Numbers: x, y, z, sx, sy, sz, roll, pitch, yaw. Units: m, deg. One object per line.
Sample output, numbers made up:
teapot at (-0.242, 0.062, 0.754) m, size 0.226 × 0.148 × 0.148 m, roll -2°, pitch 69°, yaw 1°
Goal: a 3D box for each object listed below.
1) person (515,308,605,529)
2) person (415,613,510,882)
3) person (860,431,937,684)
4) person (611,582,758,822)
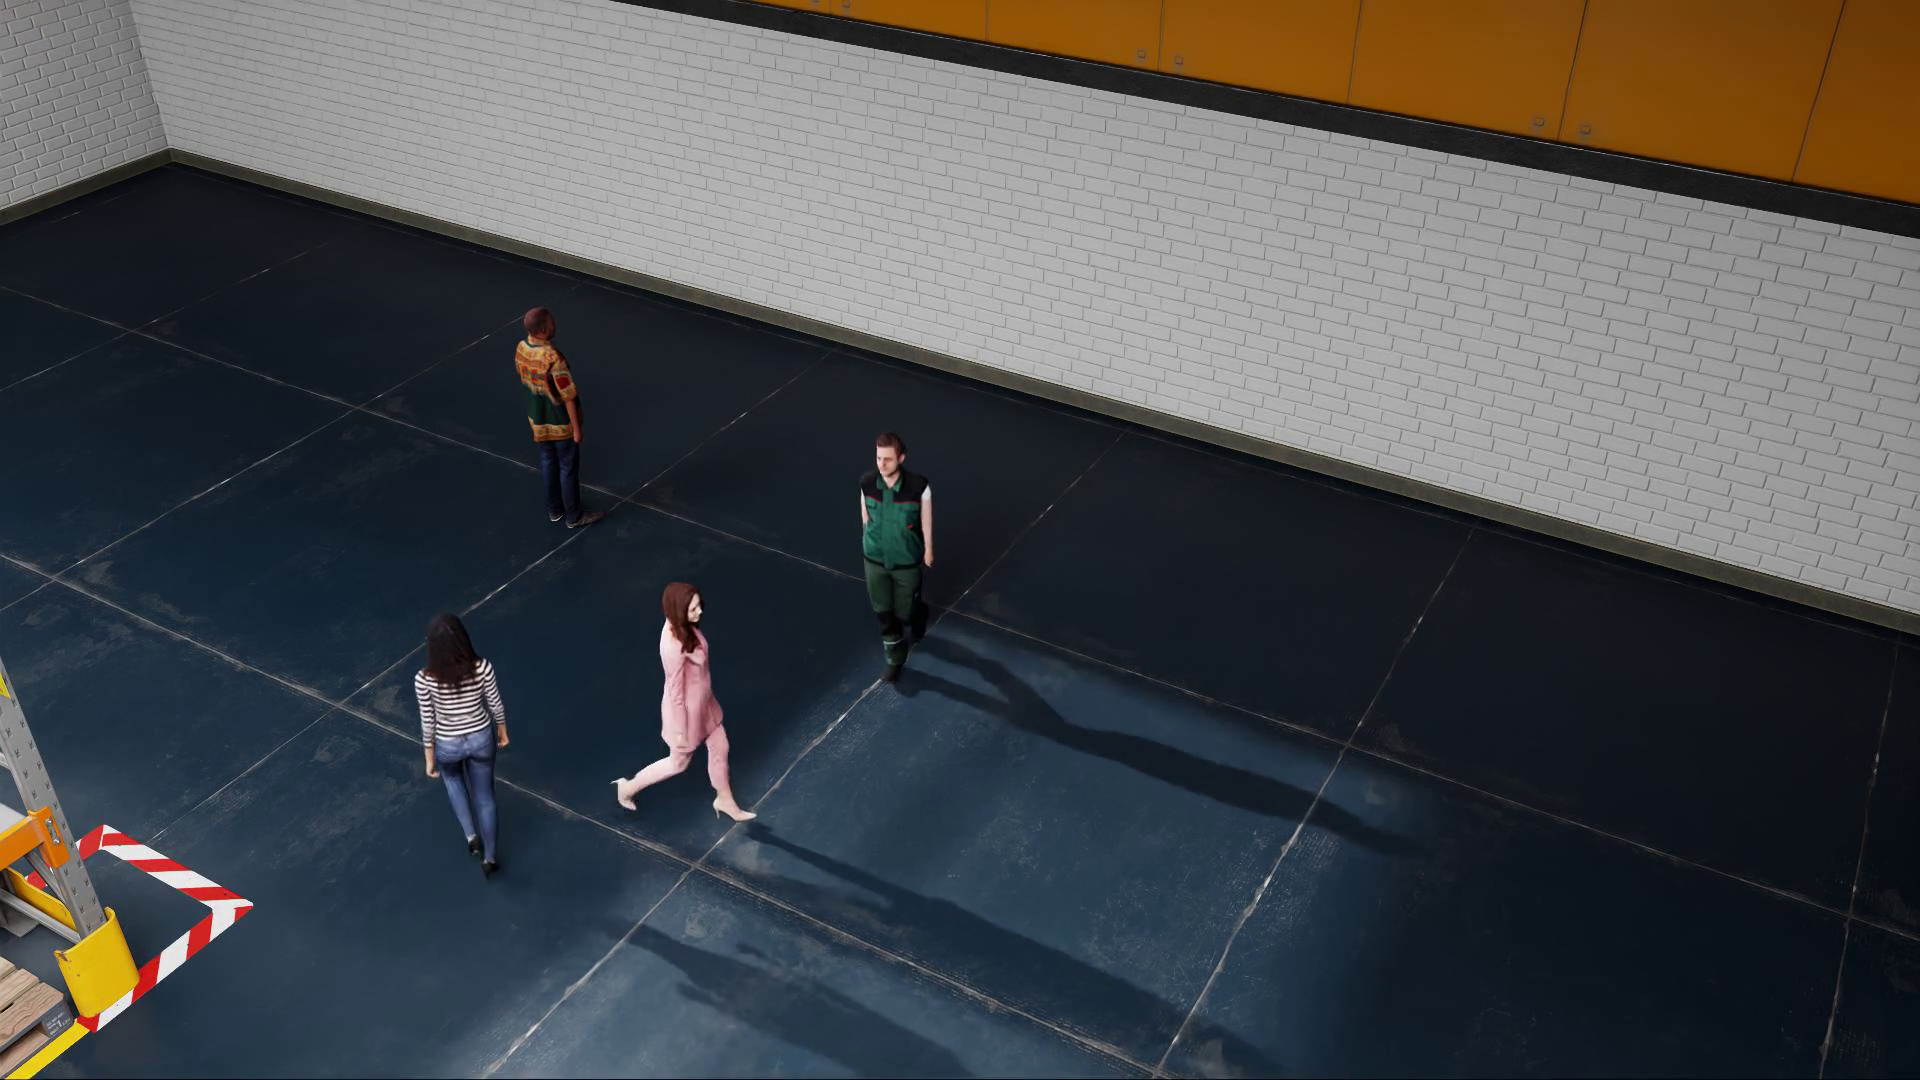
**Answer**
person at (-3.070, -0.922, 12.567) m, size 0.734 × 1.808 × 0.702 m, roll 24°, pitch 40°, yaw 32°
person at (-2.760, 1.239, 9.346) m, size 0.774 × 1.773 × 0.842 m, roll -13°, pitch 36°, yaw -18°
person at (-0.411, 0.071, 11.055) m, size 0.783 × 1.828 × 0.958 m, roll 8°, pitch 34°, yaw 12°
person at (-1.679, 0.999, 9.707) m, size 0.990 × 1.773 × 1.127 m, roll 3°, pitch 34°, yaw 4°
